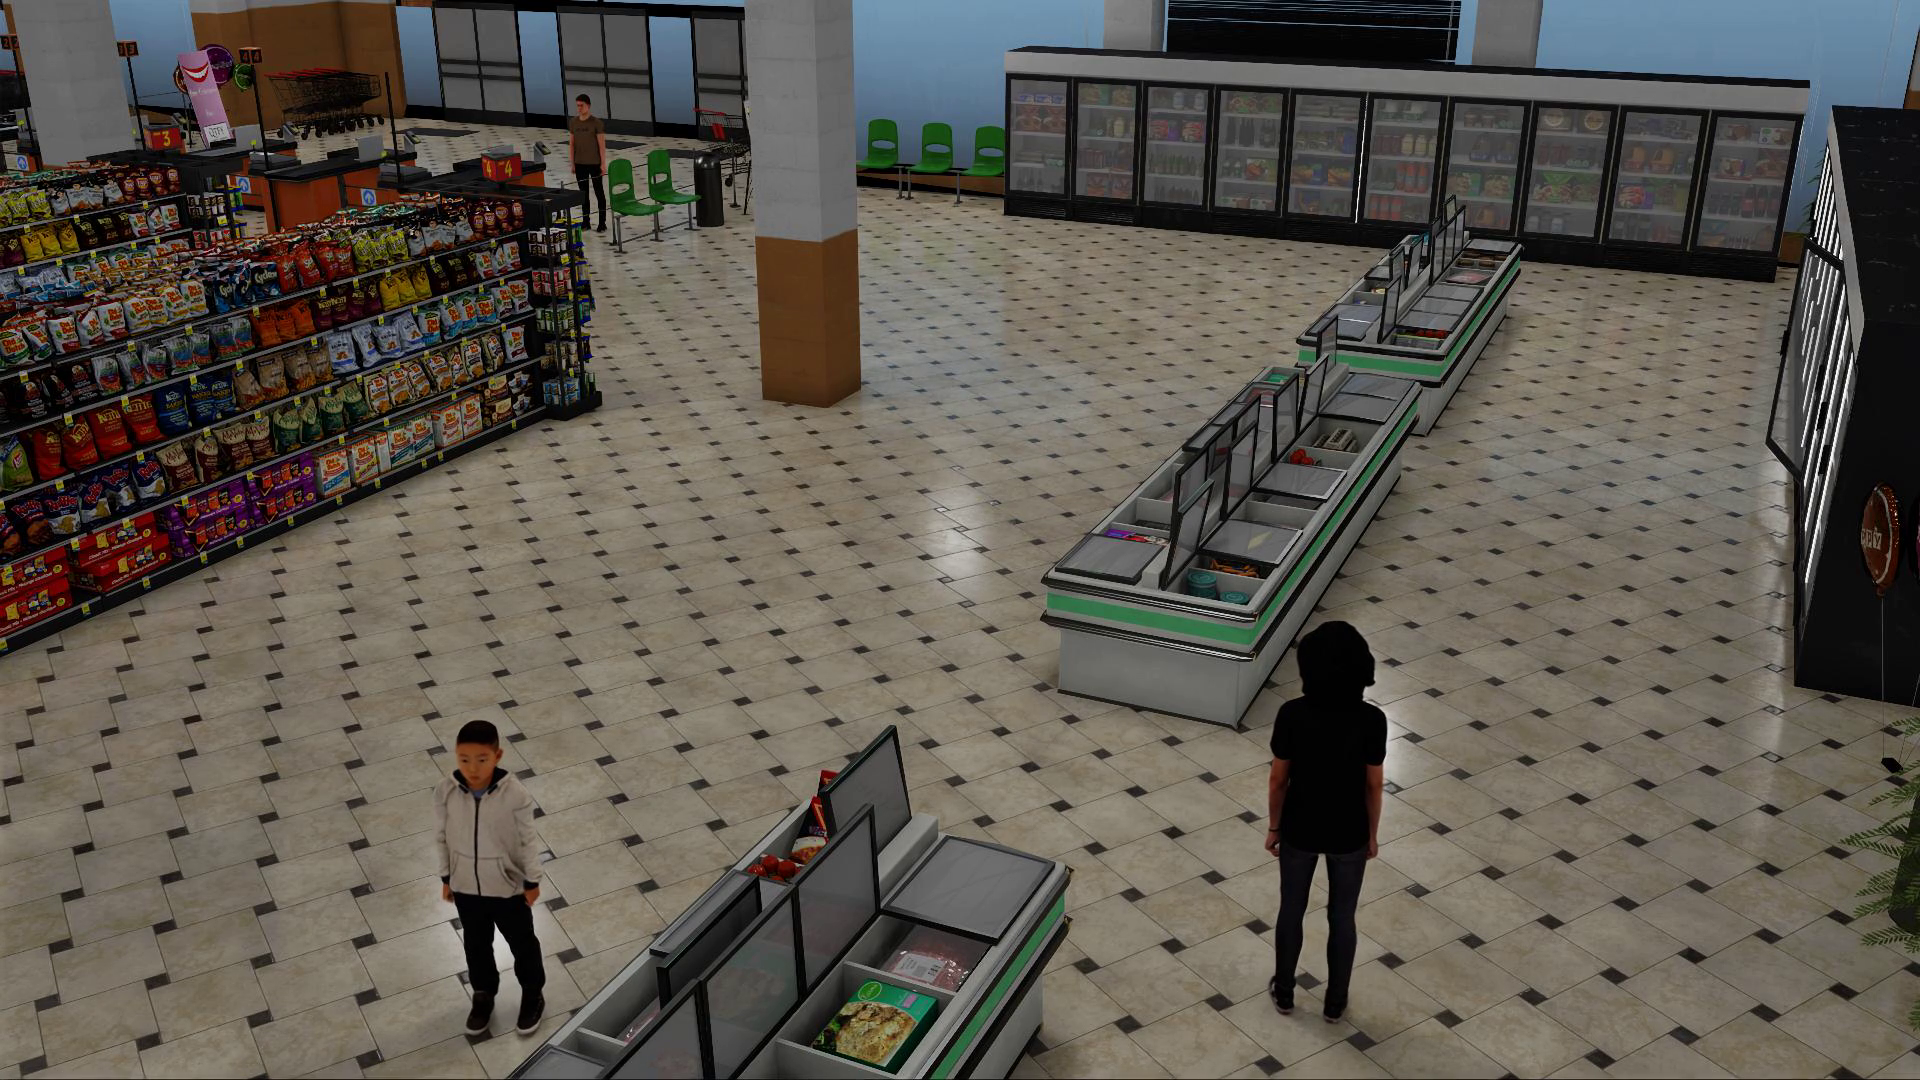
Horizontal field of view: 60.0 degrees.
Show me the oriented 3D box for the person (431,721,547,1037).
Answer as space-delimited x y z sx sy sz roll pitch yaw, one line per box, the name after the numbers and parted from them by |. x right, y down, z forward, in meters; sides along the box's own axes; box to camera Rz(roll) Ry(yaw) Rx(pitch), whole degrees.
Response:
-1.968 1.405 6.982 0.649 1.451 0.633 1 22 2 | person

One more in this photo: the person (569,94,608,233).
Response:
-5.080 -5.164 22.794 0.718 1.851 0.642 4 22 11 | person

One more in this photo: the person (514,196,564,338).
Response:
-4.448 -2.636 16.762 0.690 1.656 1.035 9 24 21 | person

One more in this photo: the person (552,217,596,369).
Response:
-3.856 -2.313 16.032 0.712 1.601 0.628 10 24 24 | person

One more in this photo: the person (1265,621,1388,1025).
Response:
1.528 1.199 6.987 0.668 1.829 0.583 6 23 13 | person
